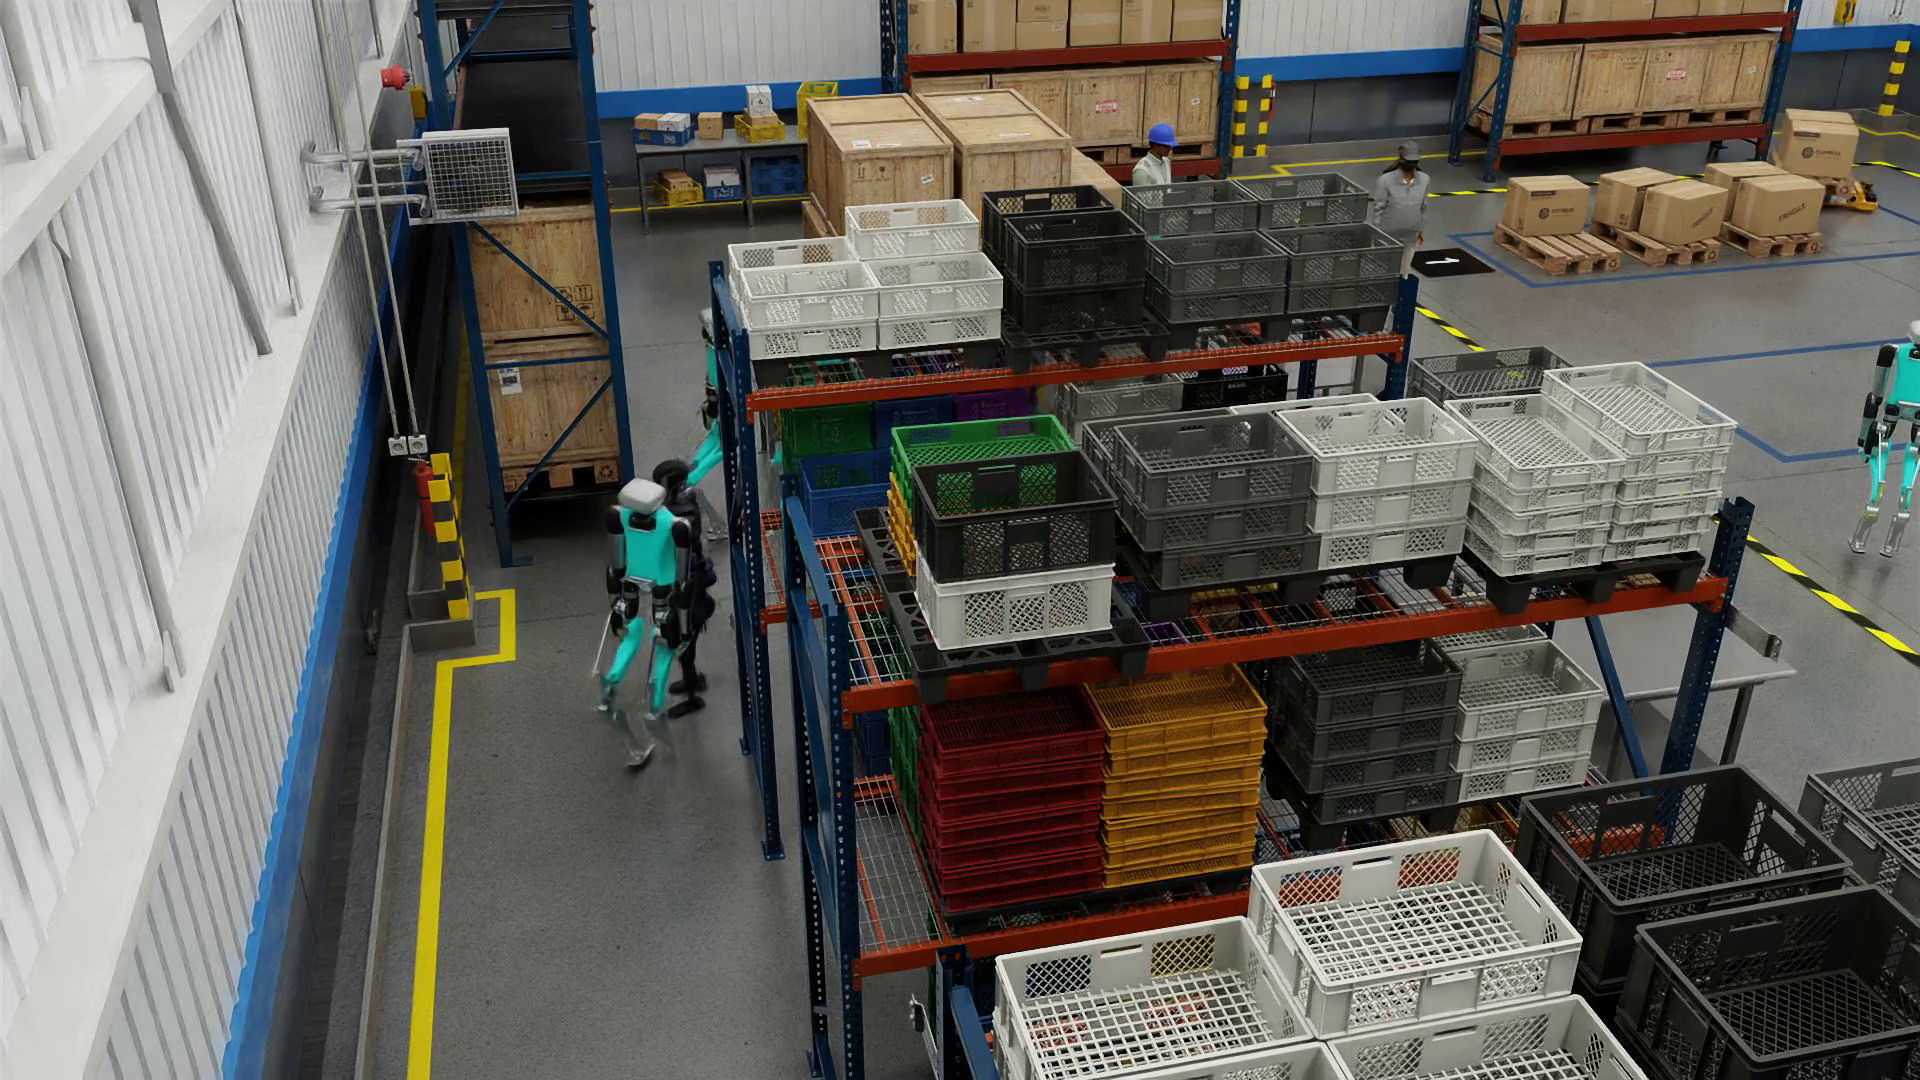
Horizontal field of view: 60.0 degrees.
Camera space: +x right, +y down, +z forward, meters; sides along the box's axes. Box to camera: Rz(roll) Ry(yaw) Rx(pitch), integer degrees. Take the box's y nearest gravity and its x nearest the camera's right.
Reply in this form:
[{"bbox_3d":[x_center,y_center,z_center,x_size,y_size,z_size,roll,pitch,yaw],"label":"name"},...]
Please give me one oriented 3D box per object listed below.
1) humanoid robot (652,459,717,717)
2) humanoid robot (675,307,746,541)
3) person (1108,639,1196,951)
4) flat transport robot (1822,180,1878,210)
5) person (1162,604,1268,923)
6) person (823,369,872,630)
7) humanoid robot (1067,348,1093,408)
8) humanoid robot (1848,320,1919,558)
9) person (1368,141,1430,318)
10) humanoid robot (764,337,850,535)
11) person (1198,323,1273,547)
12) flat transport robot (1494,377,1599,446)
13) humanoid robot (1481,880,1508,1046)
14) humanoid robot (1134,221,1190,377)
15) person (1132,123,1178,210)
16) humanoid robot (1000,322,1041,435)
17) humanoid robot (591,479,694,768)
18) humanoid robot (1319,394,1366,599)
[{"bbox_3d":[-1.669,0.282,9.997,0.351,1.648,0.610,-17,32,-29],"label":"humanoid robot"},{"bbox_3d":[-1.850,-0.787,11.901,0.677,1.750,0.550,-16,32,-27],"label":"humanoid robot"},{"bbox_3d":[0.889,1.225,8.112,0.522,1.785,0.738,16,32,28],"label":"person"},{"bbox_3d":[10.220,-4.210,20.005,1.431,0.197,0.652,9,29,16],"label":"flat transport robot"},{"bbox_3d":[1.284,1.127,8.218,0.625,1.846,0.429,-13,30,-23],"label":"person"},{"bbox_3d":[-0.710,-0.274,10.830,0.354,1.887,0.572,3,28,6],"label":"person"},{"bbox_3d":[0.884,-0.681,11.821,0.309,1.649,0.605,-10,29,-19],"label":"humanoid robot"},{"bbox_3d":[6.515,-0.637,11.532,0.533,1.680,0.735,13,31,24],"label":"humanoid robot"},{"bbox_3d":[4.224,-2.979,16.088,0.561,1.768,0.395,-5,28,-10],"label":"person"},{"bbox_3d":[-1.208,-0.846,12.068,0.591,1.770,0.877,-21,34,-35],"label":"humanoid robot"},{"bbox_3d":[1.902,-0.658,11.406,0.611,2.035,0.399,24,36,37],"label":"person"},{"bbox_3d":[4.780,-1.036,14.013,0.659,0.231,1.431,-6,28,-12],"label":"flat transport robot"},{"bbox_3d":[1.860,2.151,6.490,0.805,1.891,0.546,-8,29,-15],"label":"humanoid robot"},{"bbox_3d":[1.819,-2.108,14.569,0.554,1.752,1.070,24,36,37],"label":"humanoid robot"},{"bbox_3d":[1.856,-3.060,16.067,0.411,1.939,0.602,17,32,29],"label":"person"},{"bbox_3d":[0.442,-0.834,12.176,0.763,1.645,0.611,22,35,35],"label":"humanoid robot"},{"bbox_3d":[-1.822,0.603,9.404,0.552,1.861,0.723,9,29,16],"label":"humanoid robot"},{"bbox_3d":[2.568,-0.241,11.060,0.715,1.624,0.585,-12,30,-21],"label":"humanoid robot"}]
